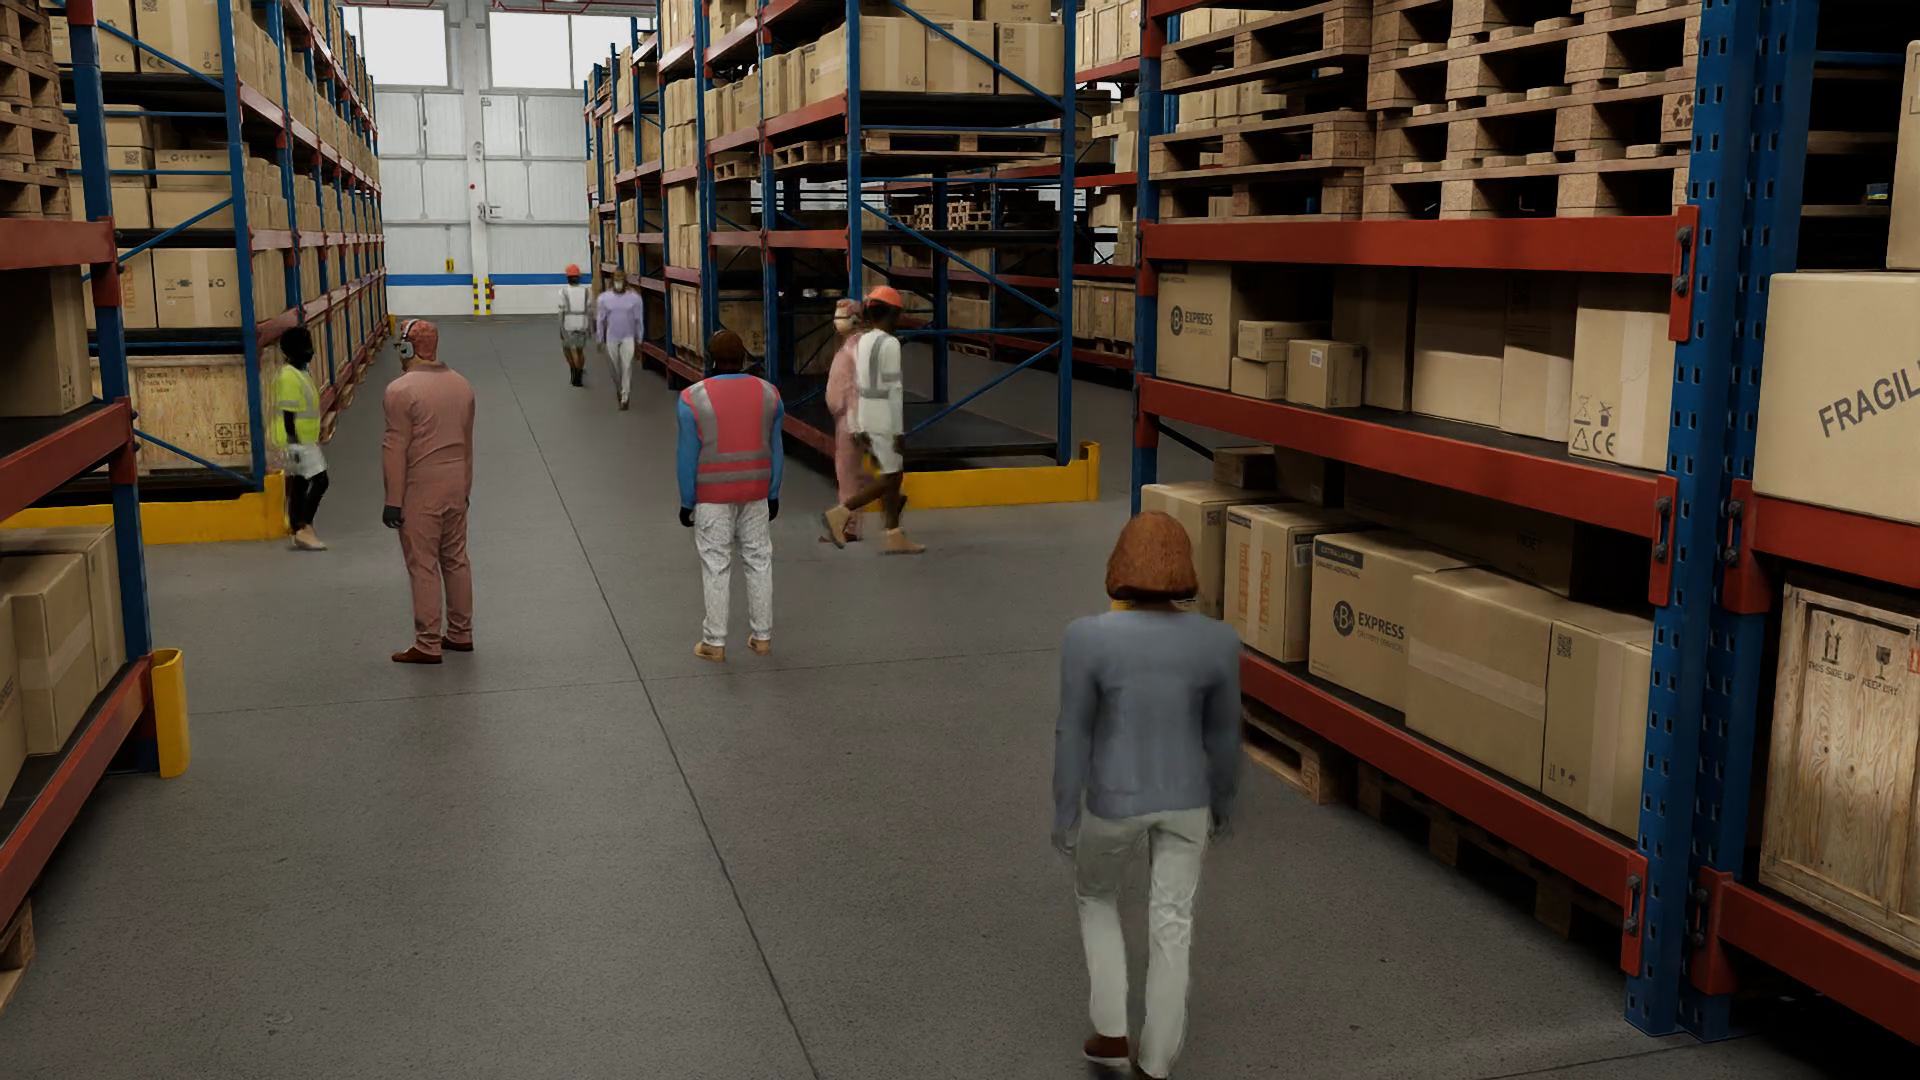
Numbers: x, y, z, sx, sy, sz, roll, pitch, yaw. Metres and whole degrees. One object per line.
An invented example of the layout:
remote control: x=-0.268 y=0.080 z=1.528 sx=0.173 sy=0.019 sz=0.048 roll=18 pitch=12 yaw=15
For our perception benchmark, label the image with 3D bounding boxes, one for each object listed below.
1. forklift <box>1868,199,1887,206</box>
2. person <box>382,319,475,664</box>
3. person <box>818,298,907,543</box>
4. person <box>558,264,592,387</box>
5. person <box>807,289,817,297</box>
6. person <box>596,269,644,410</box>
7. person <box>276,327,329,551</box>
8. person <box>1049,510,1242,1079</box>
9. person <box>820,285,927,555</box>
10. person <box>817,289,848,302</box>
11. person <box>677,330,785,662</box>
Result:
forklift: x=11.338 y=-2.915 z=21.052 sx=1.129 sy=2.768 sz=1.873 roll=-3 pitch=11 yaw=-17
person: x=-2.965 y=-0.268 z=9.242 sx=0.400 sy=1.901 sz=0.643 roll=4 pitch=11 yaw=21
person: x=-0.759 y=-0.919 z=12.843 sx=0.662 sy=1.885 sz=0.651 roll=-3 pitch=11 yaw=-17
person: x=-6.023 y=-3.353 z=26.074 sx=0.551 sy=1.921 sz=0.467 roll=-6 pitch=12 yaw=-29
person: x=-4.196 y=-7.042 z=46.176 sx=0.757 sy=1.963 sz=0.631 roll=6 pitch=12 yaw=29
person: x=-4.639 y=-2.751 z=22.785 sx=0.639 sy=1.924 sz=0.743 roll=-1 pitch=10 yaw=-4
person: x=-4.847 y=-0.738 z=12.368 sx=0.436 sy=1.682 sz=0.552 roll=-2 pitch=11 yaw=-12
person: x=0.501 y=0.718 z=4.572 sx=0.534 sy=1.616 sz=0.458 roll=-1 pitch=10 yaw=-5
person: x=-0.639 y=-0.851 z=12.156 sx=0.748 sy=2.001 sz=0.623 roll=-4 pitch=11 yaw=-20
person: x=-2.632 y=-4.819 z=34.395 sx=0.661 sy=1.815 sz=0.783 roll=-1 pitch=10 yaw=-6
person: x=-1.284 y=-0.243 z=9.251 sx=0.626 sy=1.844 sz=0.429 roll=-6 pitch=12 yaw=-29
